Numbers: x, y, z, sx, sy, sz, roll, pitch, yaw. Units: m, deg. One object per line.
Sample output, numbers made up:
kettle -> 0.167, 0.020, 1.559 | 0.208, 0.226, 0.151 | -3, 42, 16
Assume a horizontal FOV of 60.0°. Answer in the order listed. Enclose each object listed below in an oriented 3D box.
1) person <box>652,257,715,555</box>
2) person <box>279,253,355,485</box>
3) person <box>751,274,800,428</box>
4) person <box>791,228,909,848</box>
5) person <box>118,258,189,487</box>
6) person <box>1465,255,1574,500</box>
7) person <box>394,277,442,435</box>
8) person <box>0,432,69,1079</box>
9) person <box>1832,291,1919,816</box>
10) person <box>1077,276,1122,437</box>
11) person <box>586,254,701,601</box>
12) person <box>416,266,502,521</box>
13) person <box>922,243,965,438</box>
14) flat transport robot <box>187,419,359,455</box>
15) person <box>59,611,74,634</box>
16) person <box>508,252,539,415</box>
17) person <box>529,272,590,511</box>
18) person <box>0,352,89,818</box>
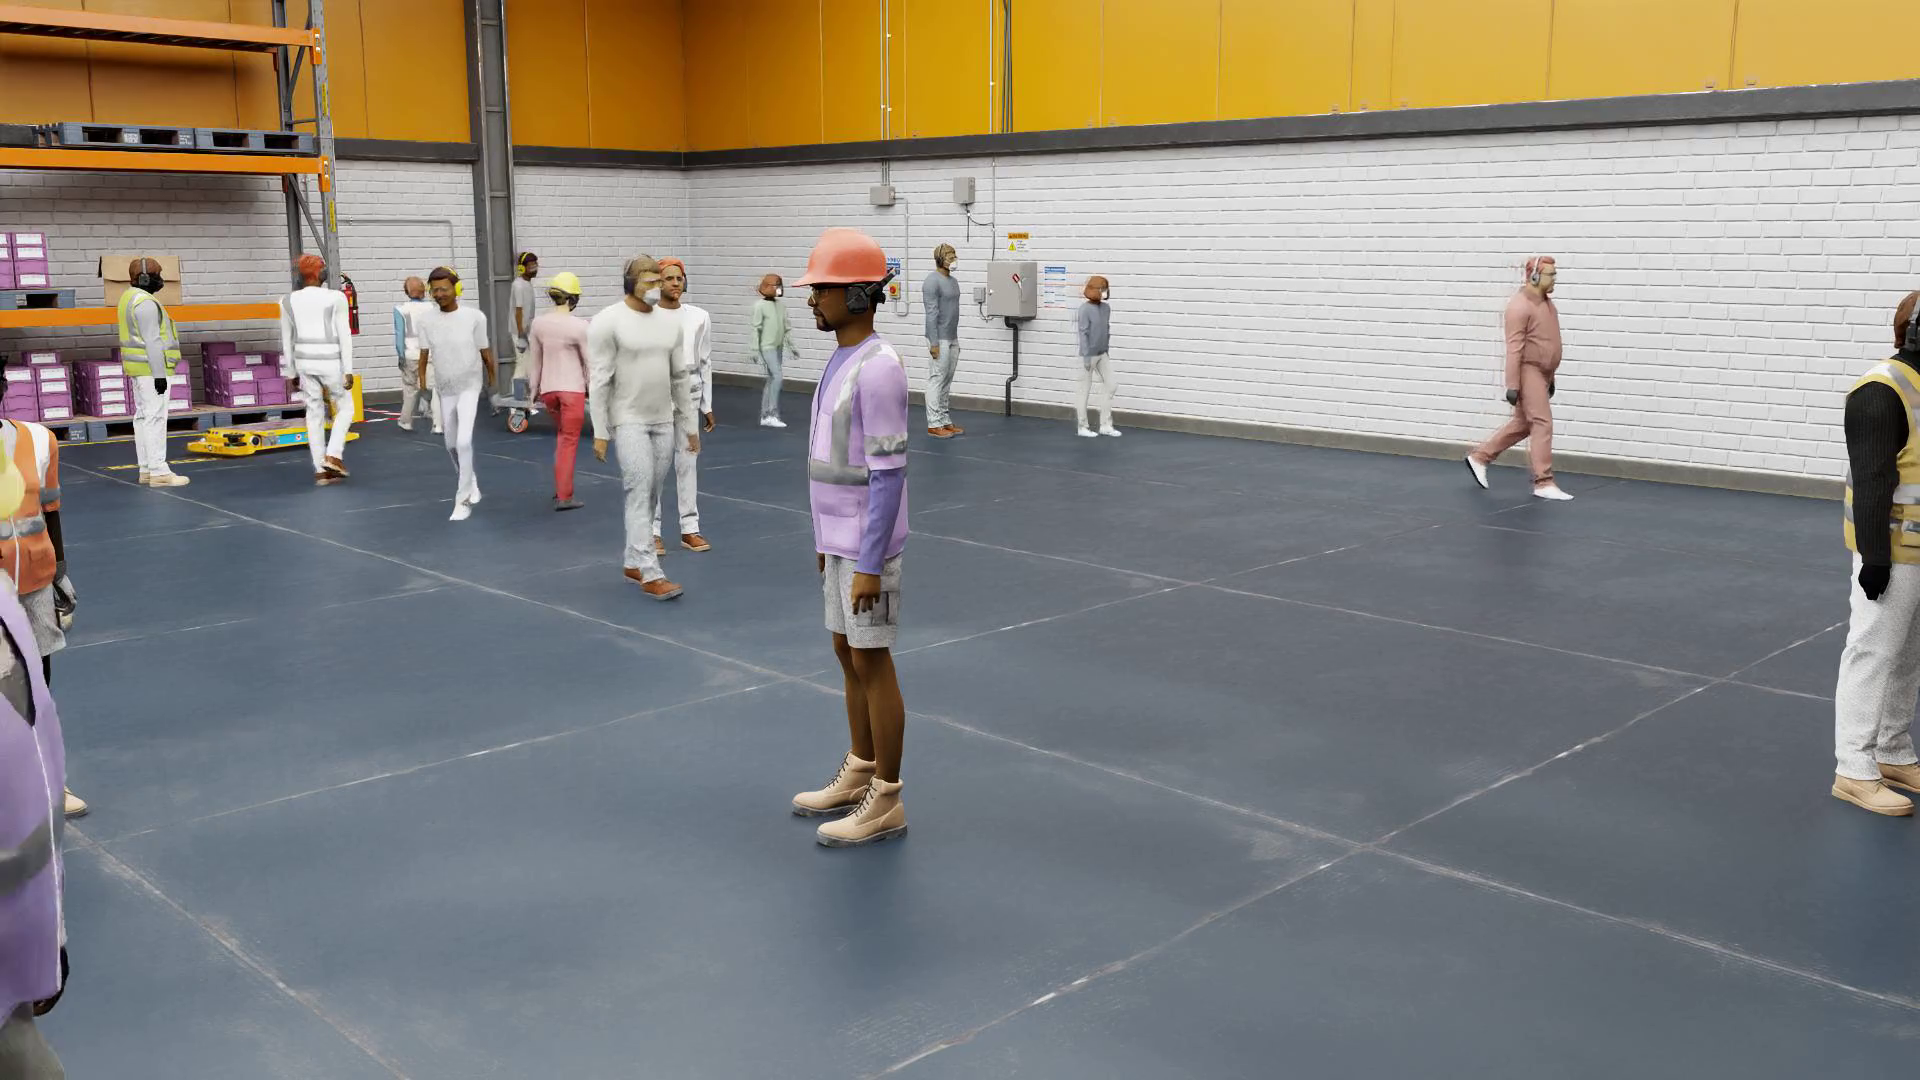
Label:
person -> -1.838, -0.847, 10.592 | 0.575, 1.885, 0.355 | -6, 12, -30
person -> -5.205, -1.383, 13.540 | 0.592, 1.869, 0.417 | 0, 10, 2
person -> -1.917, -1.991, 17.552 | 0.558, 1.614, 0.510 | 5, 12, 27
person -> -0.364, -0.003, 5.554 | 0.372, 2.044, 0.608 | -4, 11, -19
person -> -6.546, -1.357, 13.486 | 0.429, 1.842, 0.635 | -8, 13, -38
person -> 4.400, -1.276, 12.974 | 0.876, 1.880, 0.650 | 8, 13, 37
person -> -5.540, -1.884, 17.034 | 0.530, 1.594, 0.795 | -8, 13, -38
person -> -1.551, 0.650, 2.463 | 0.867, 1.866, 0.623 | -3, 11, -13
person -> 3.373, 0.035, 5.898 | 0.627, 1.844, 0.429 | -8, 13, -36
person -> 1.409, -1.820, 16.610 | 0.584, 1.612, 0.533 | 10, 14, 42
person -> -1.757, -0.638, 9.386 | 0.584, 1.934, 0.653 | 8, 13, 38
person -> -3.634, -1.090, 12.125 | 0.568, 1.821, 0.875 | 0, 10, -1
person -> -0.163, -2.005, 16.754 | 0.366, 1.939, 0.635 | 4, 11, 21
flat transport robot -> -6.509, -0.997, 15.807 | 0.652, 0.197, 1.431 | 6, 12, 29
person -> -4.854, -0.416, 8.010 | 0.649, 1.990, 0.924 | 4, 11, 19
person -> -4.903, -2.309, 18.709 | 0.469, 1.834, 0.555 | 1, 10, 5
person -> -2.891, -1.101, 12.323 | 0.557, 1.747, 0.512 | 5, 11, 23
person -> -3.260, 0.158, 5.622 | 0.318, 1.697, 0.535 | 6, 12, 31
